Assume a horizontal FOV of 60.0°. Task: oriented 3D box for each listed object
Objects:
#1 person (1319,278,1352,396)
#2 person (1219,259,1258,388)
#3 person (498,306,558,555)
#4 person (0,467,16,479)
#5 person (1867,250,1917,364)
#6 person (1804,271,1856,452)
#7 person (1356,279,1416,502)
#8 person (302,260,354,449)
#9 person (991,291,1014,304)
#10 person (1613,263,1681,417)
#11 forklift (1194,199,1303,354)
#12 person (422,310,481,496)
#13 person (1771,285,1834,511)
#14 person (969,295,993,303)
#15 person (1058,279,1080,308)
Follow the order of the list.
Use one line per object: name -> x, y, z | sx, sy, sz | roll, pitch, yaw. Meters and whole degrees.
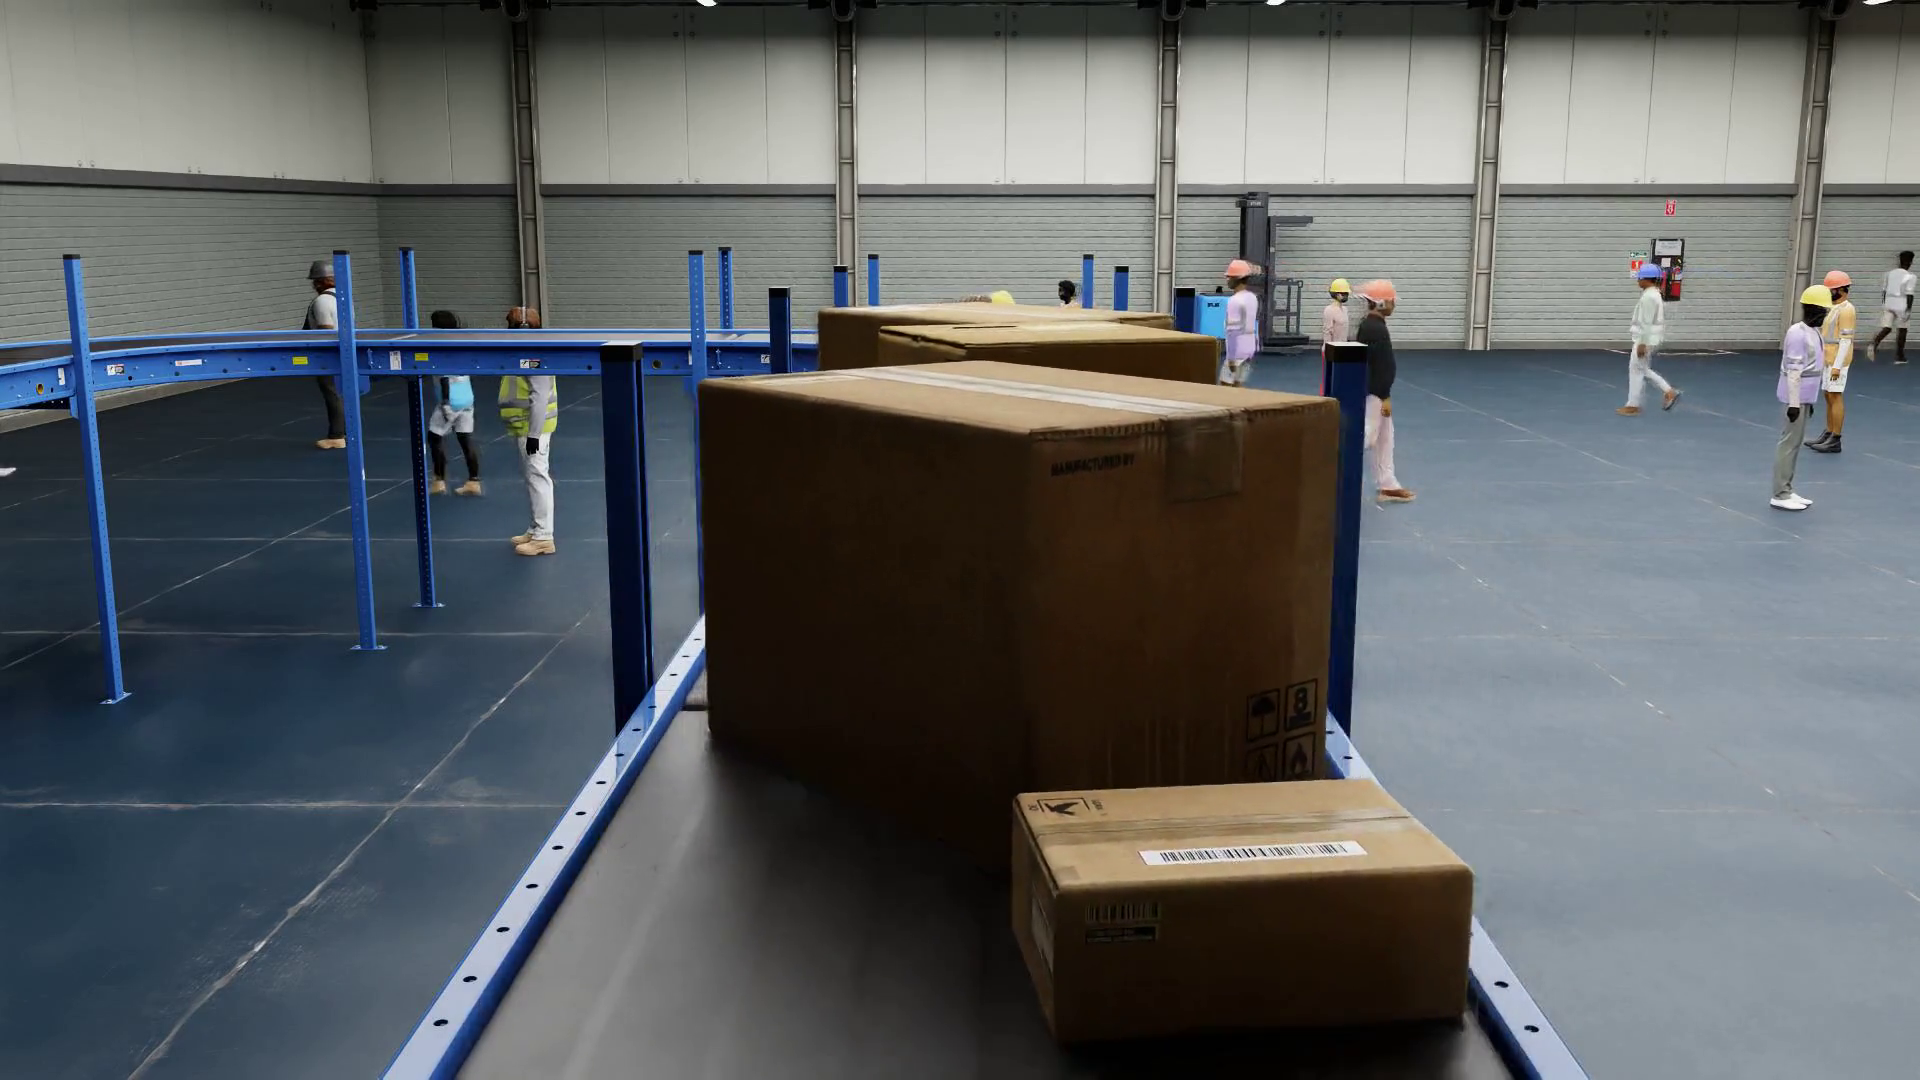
person -> 4.537, -2.258, 20.040 | 0.323, 1.767, 0.533 | 8, 14, 35
person -> 3.161, -2.096, 18.508 | 0.575, 2.032, 0.604 | 7, 13, 33
person -> -3.234, -0.824, 12.475 | 0.429, 1.842, 0.634 | -4, 12, -19
person -> -9.434, -1.299, 15.560 | 0.886, 1.590, 0.551 | -7, 13, -31
person -> 16.010, -3.988, 28.482 | 0.780, 1.945, 0.629 | -5, 12, -25
person -> 9.373, -1.918, 17.875 | 0.371, 1.928, 0.543 | 3, 11, 16
person -> 3.585, -1.311, 14.670 | 0.903, 1.969, 0.623 | 1, 11, 6
person -> -6.922, -2.018, 18.205 | 0.536, 2.000, 0.688 | 1, 11, 3
person -> 0.331, -1.435, 15.669 | 0.512, 1.817, 0.612 | 5, 12, 23
person -> 8.696, -2.514, 20.935 | 0.675, 1.928, 0.616 | 6, 12, 27
forklift -> 5.313, -4.851, 30.603 | 1.873, 2.768, 1.129 | 0, 11, 1
person -> -4.636, -1.222, 14.934 | 0.659, 1.672, 0.552 | 2, 11, 8
person -> 7.269, -1.232, 14.358 | 0.384, 1.924, 0.589 | 8, 14, 37
person -> 0.170, -1.217, 14.558 | 0.518, 1.826, 0.625 | 5, 12, 24
person -> 1.427, -2.573, 21.878 | 0.396, 1.684, 0.547 | -5, 12, -23
